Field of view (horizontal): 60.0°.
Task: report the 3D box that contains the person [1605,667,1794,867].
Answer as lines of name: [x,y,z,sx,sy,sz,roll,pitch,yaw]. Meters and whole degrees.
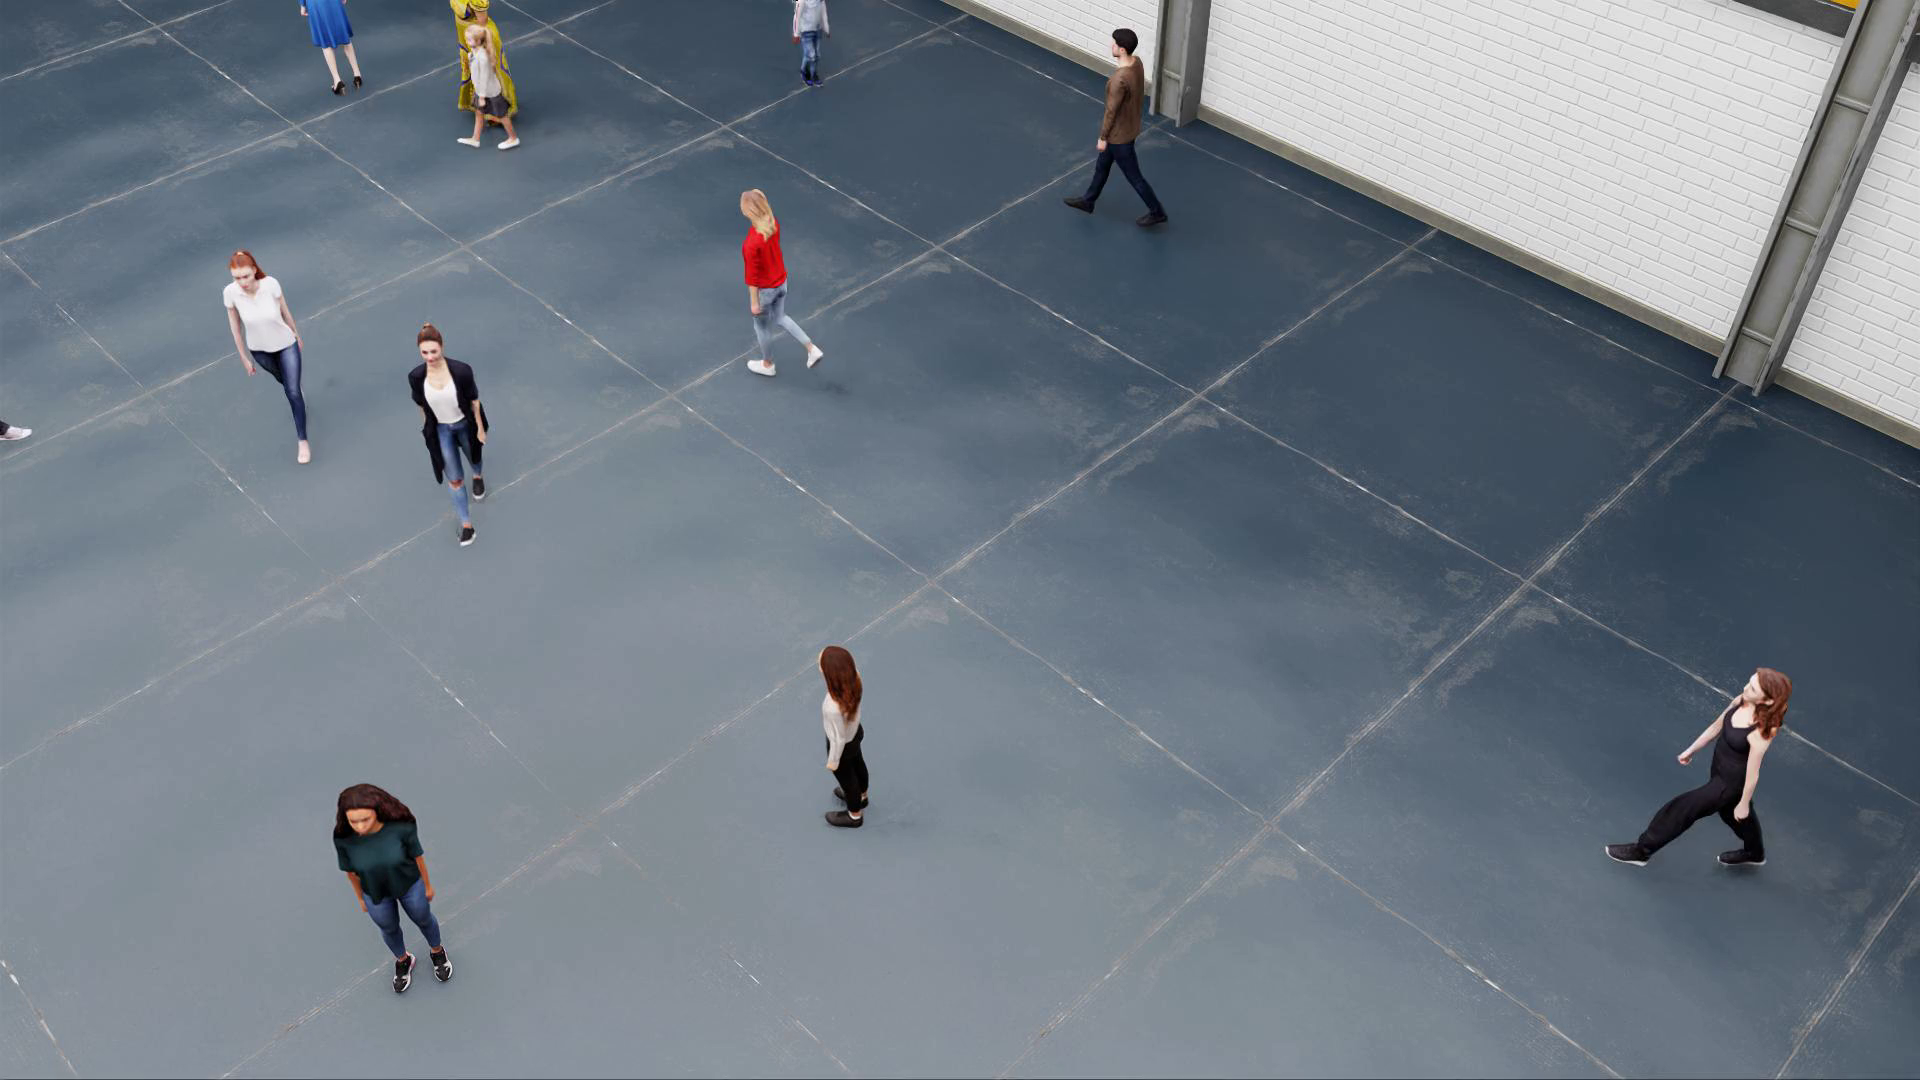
person: [4.486,1.360,9.489,1.218,1.695,1.056,6,44,6]

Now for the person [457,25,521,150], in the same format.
person: [-4.417,-4.275,15.725,0.715,1.253,0.786,-19,47,-19]

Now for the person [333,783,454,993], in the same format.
person: [-3.076,1.866,9.015,0.705,1.617,0.739,-10,45,-11]

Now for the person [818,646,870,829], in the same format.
person: [-0.678,1.166,9.846,0.621,1.484,0.617,11,45,11]

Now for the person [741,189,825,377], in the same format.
person: [-1.426,-1.935,12.952,0.999,1.689,0.825,16,46,17]

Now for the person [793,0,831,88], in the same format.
person: [-1.531,-5.151,16.650,0.518,1.245,0.519,-31,52,-29]

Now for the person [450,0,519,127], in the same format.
person: [-4.634,-4.824,16.006,0.936,1.660,0.738,-29,51,-27]

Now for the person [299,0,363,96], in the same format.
person: [-6.261,-5.257,16.340,0.632,1.827,0.593,-30,51,-27]

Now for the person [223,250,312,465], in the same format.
person: [-5.150,-1.485,12.487,0.948,1.680,1.211,-12,45,-12]

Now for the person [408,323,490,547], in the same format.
person: [-3.585,-0.854,11.858,1.015,1.635,1.172,-7,44,-8]

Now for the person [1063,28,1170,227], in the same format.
person: [1.505,-3.548,14.535,1.317,1.842,1.020,14,45,14]
